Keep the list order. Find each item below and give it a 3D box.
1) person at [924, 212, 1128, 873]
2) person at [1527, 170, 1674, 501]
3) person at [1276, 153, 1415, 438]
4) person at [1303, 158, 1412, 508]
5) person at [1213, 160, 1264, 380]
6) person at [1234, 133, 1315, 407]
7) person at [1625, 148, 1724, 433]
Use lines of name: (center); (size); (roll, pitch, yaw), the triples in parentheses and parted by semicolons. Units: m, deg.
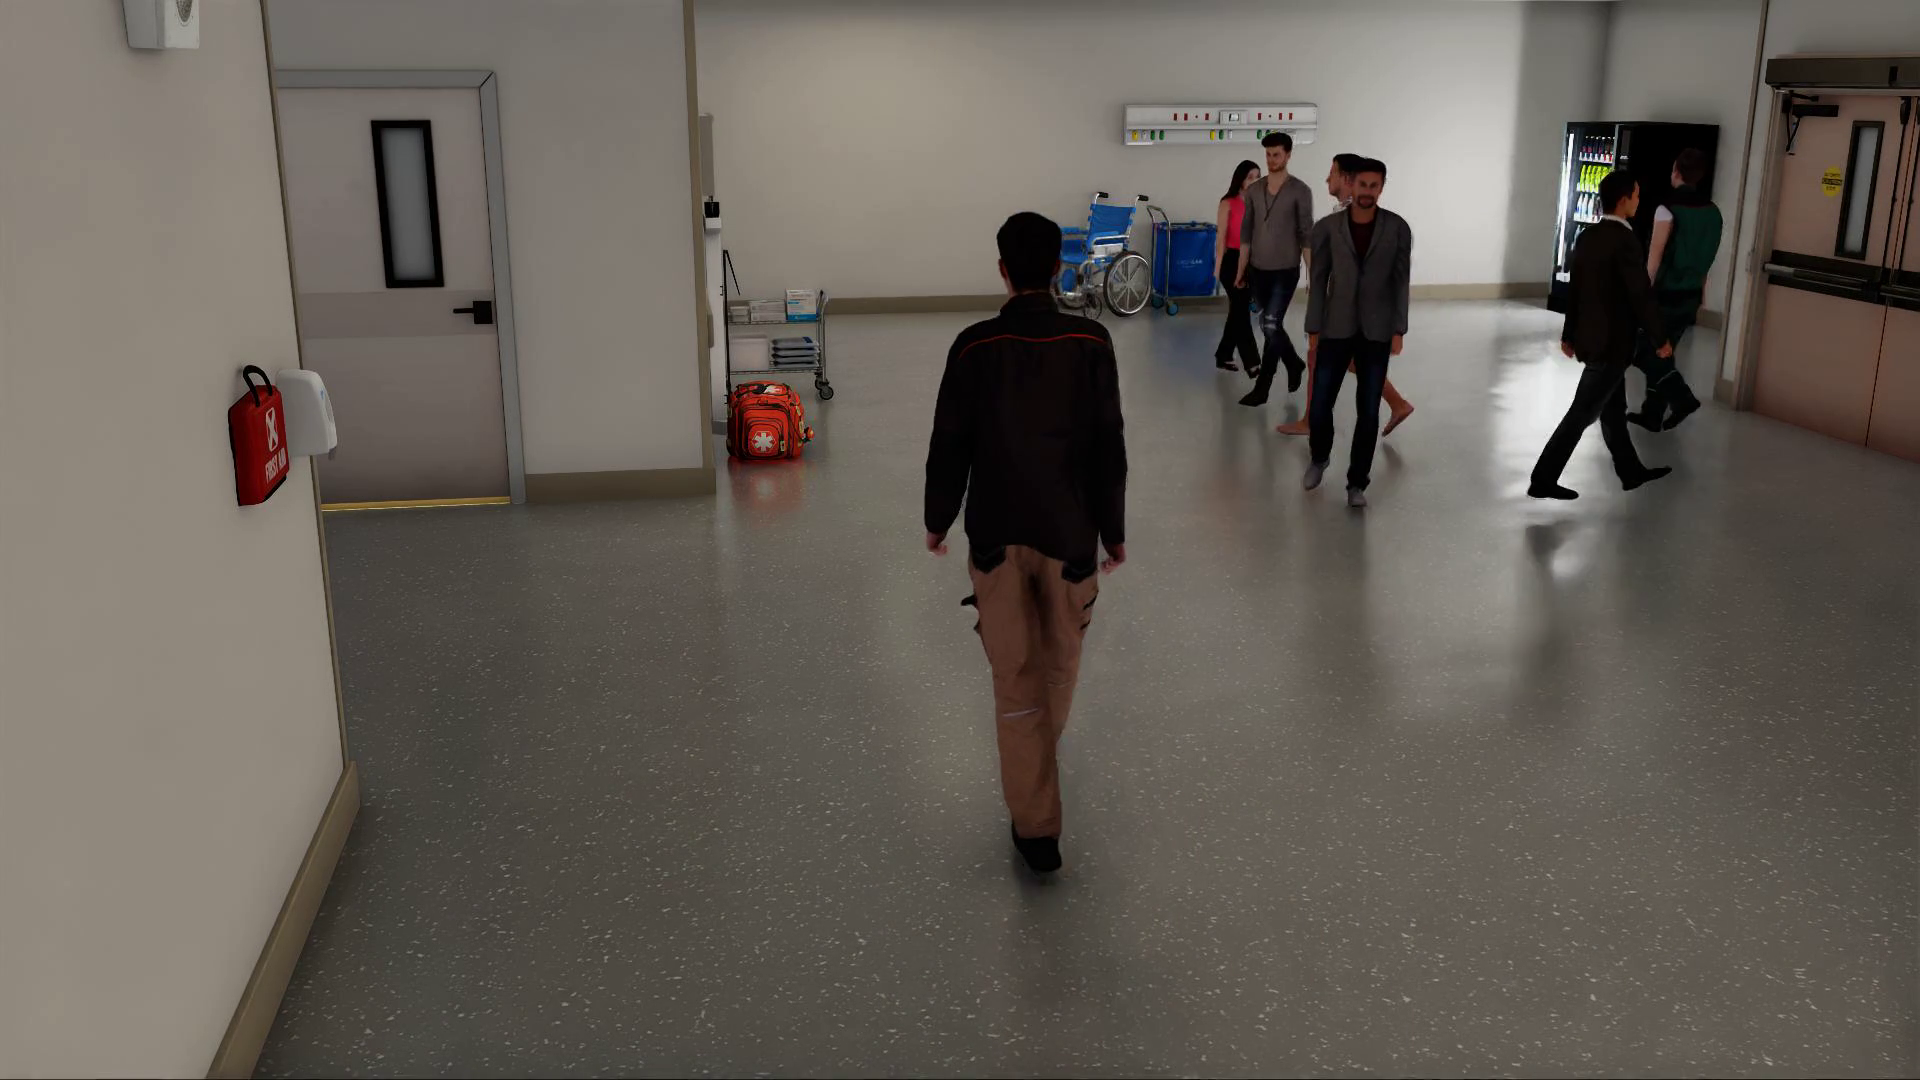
person: (0.220, 0.048, 4.833); (0.749, 1.884, 1.154); (-2, 16, -7)
person: (3.380, -1.045, 8.934); (0.779, 1.763, 1.042); (-2, 16, -7)
person: (2.517, -1.517, 10.547); (1.085, 1.796, 1.128); (7, 17, 22)
person: (2.160, -1.122, 9.027); (0.830, 1.861, 0.906); (4, 16, 13)
person: (2.122, -2.064, 12.805); (0.809, 1.624, 1.098); (-9, 18, -28)
person: (2.276, -1.900, 11.773); (1.227, 1.868, 1.221); (12, 20, 37)
person: (4.607, -1.568, 10.659); (0.784, 1.830, 0.951); (-7, 17, -24)
